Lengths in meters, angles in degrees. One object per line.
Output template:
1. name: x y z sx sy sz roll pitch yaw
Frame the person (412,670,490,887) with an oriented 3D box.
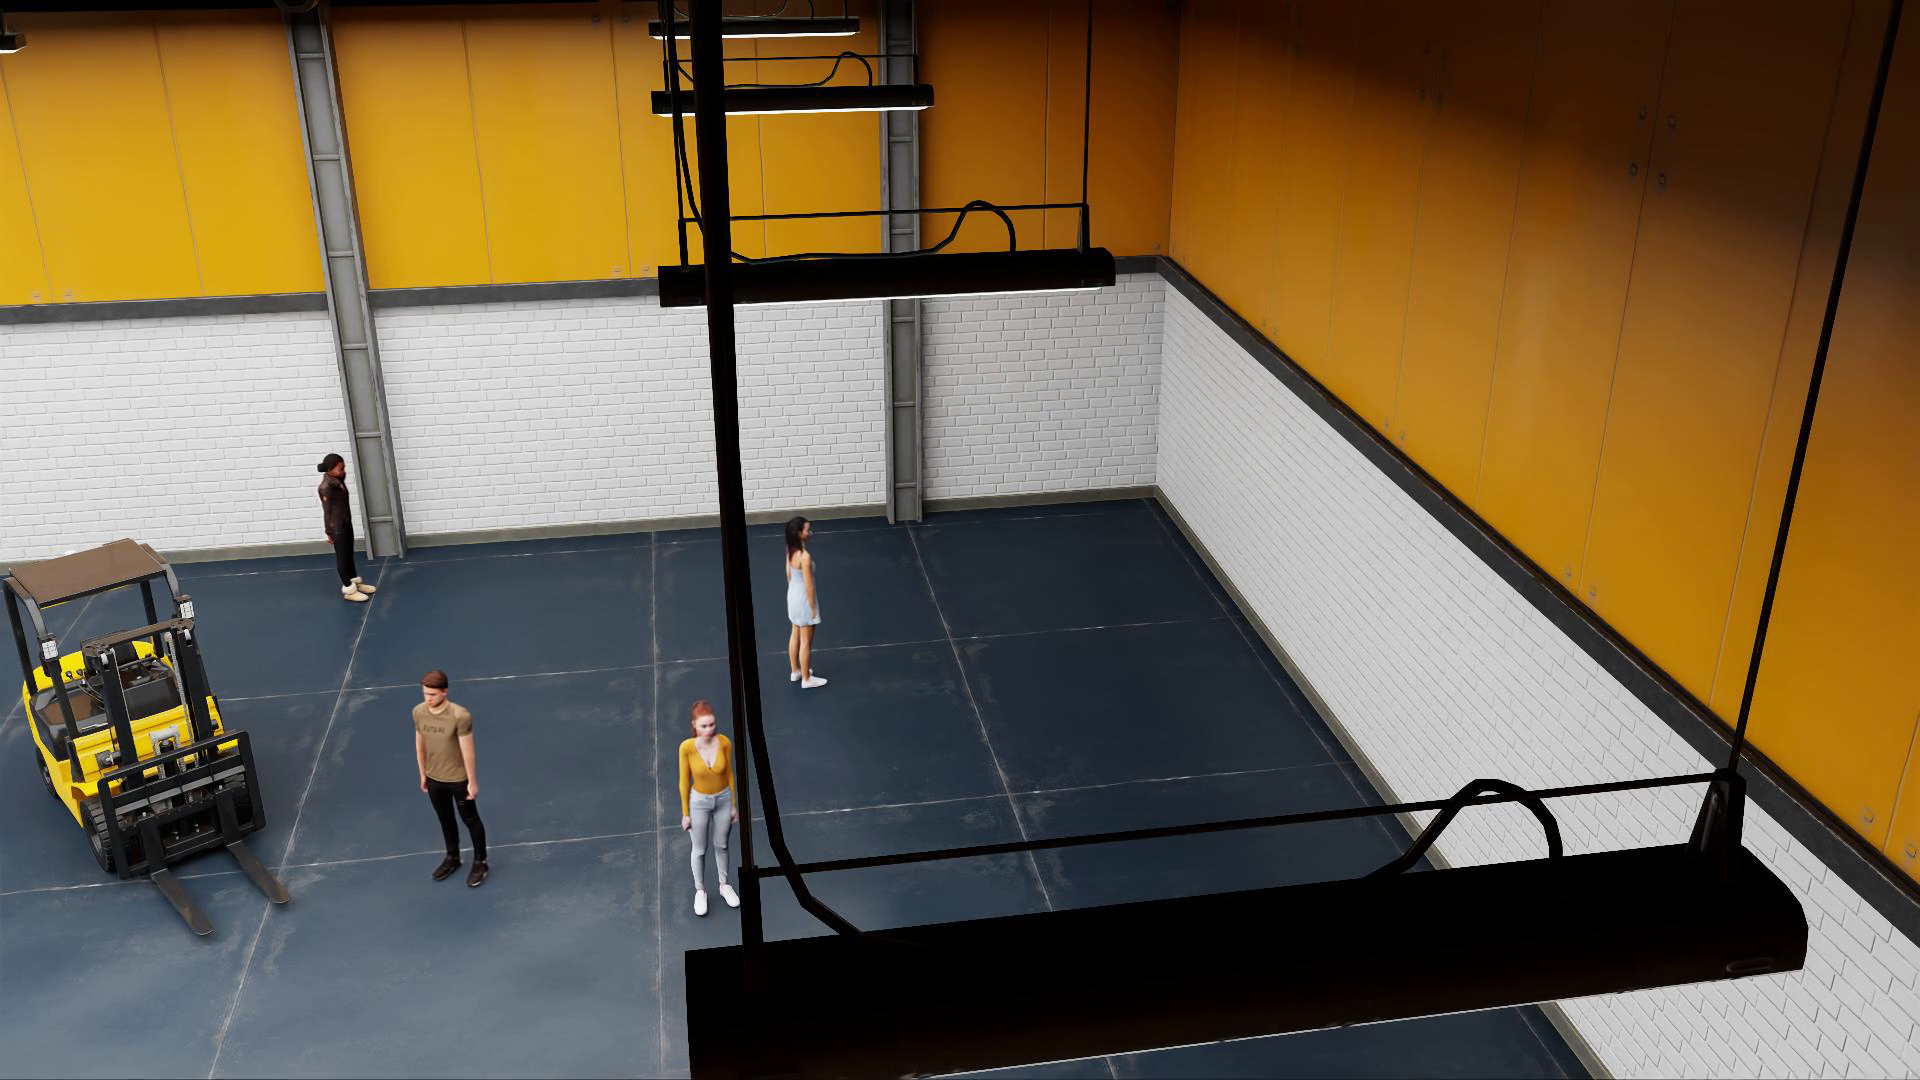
1. person: -3.971 1.827 12.978 0.649 1.849 0.789 7 24 15

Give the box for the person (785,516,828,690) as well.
1. person: -1.528 0.588 15.962 0.648 1.730 0.660 -14 27 -29

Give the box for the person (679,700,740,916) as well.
1. person: -1.906 2.021 12.658 0.564 1.750 0.706 -10 25 -21

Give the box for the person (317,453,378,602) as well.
1. person: -6.621 -0.146 17.729 0.601 1.659 0.652 -4 24 -9
